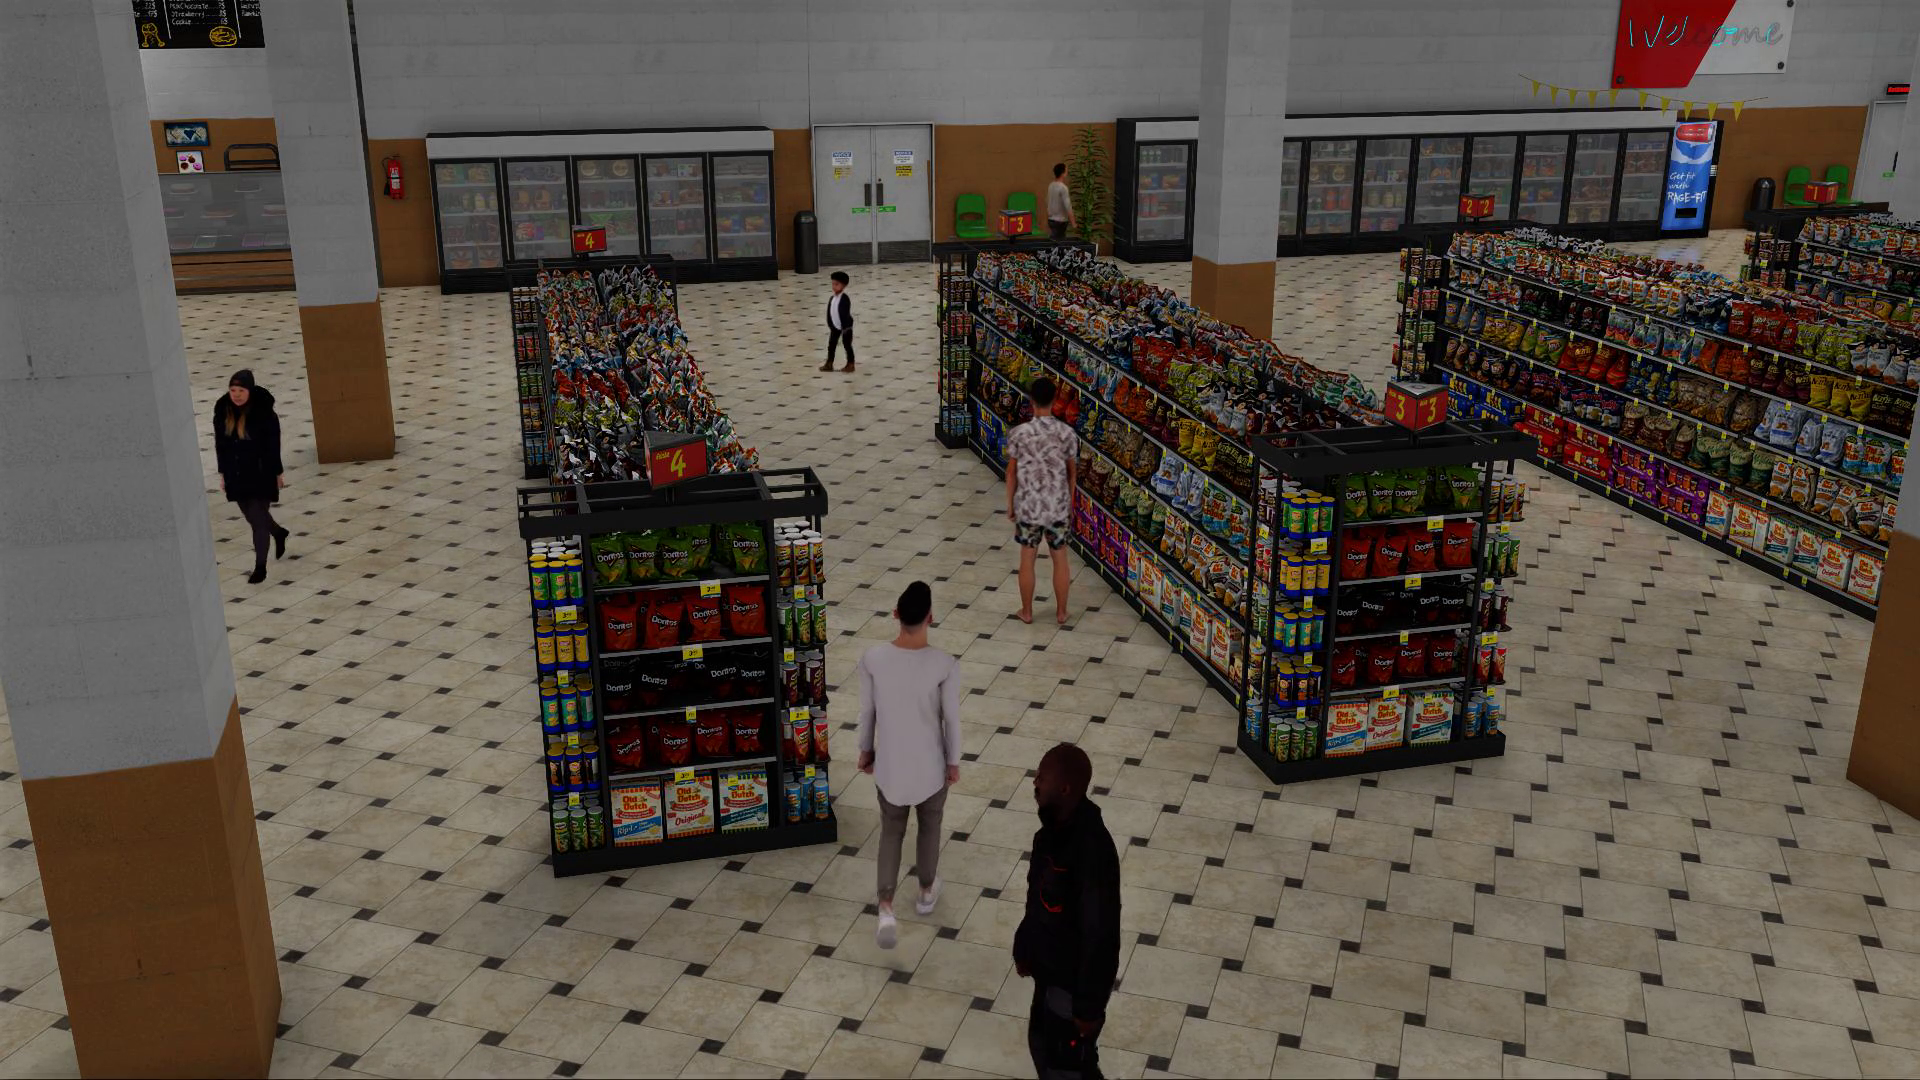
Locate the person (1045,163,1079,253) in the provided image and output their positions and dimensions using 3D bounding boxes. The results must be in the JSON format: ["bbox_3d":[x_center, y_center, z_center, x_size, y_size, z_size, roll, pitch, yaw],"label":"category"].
[{"bbox_3d":[1.441,-4.914,25.883,0.884,1.765,1.111,-9,21,-26],"label":"person"}]

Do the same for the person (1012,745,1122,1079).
[{"bbox_3d":[0.470,1.628,6.409,0.776,1.812,0.546,-7,20,-19],"label":"person"}]

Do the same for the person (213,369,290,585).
[{"bbox_3d":[-5.520,-0.523,13.043,0.903,1.649,1.139,2,19,7],"label":"person"}]

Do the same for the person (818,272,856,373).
[{"bbox_3d":[-1.376,-2.603,19.900,0.739,1.208,0.766,16,24,39],"label":"person"}]

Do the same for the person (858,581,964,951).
[{"bbox_3d":[-0.254,1.091,7.990,0.943,1.818,1.170,3,19,8],"label":"person"}]

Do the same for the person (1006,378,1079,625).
[{"bbox_3d":[0.594,-0.270,12.037,0.718,1.813,0.655,0,19,1],"label":"person"}]
